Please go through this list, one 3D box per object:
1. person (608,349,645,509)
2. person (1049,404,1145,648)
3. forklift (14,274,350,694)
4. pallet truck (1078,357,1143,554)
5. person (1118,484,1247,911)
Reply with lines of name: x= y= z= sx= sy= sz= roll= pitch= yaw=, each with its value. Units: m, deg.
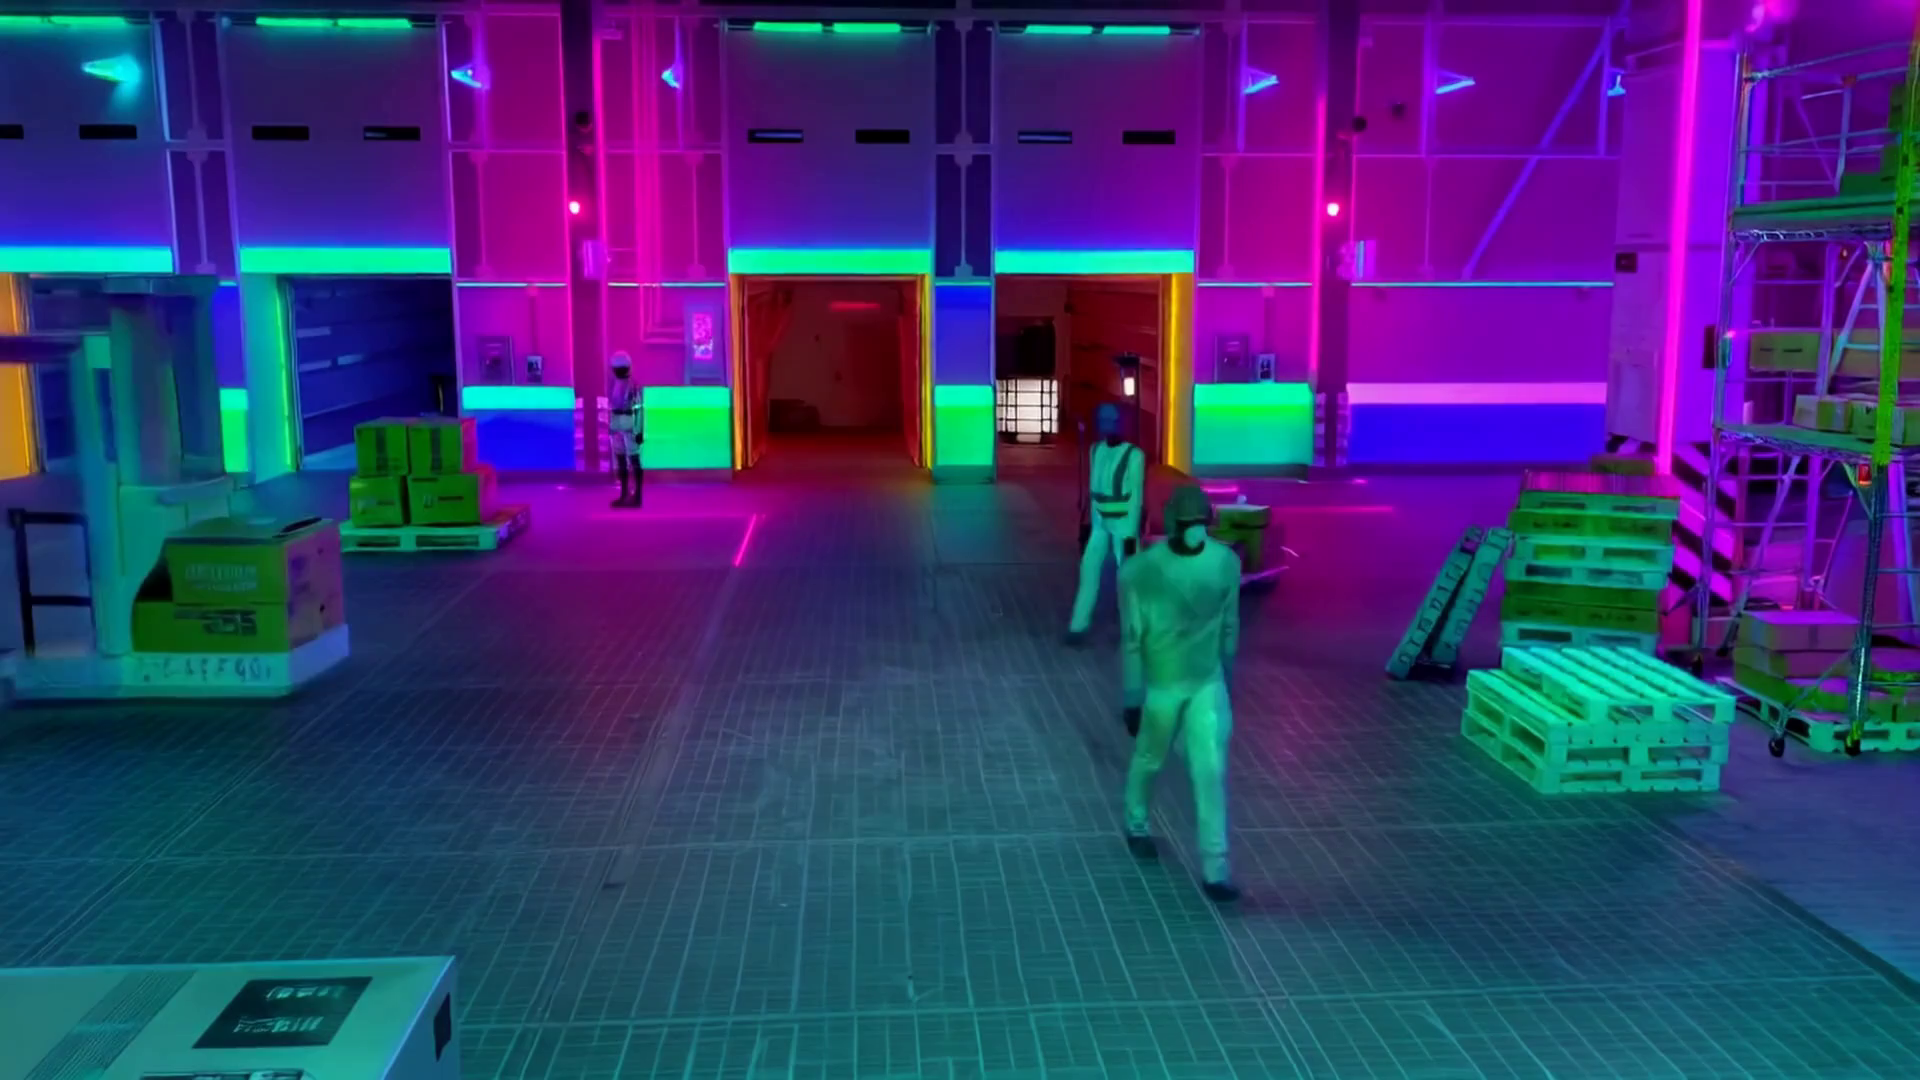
person: x=-4.068 y=-1.342 z=20.165 sx=0.544 sy=1.929 sz=0.386 roll=6 pitch=11 yaw=35
person: x=1.050 y=-0.079 z=12.450 sx=0.869 sy=1.850 sz=0.606 roll=-7 pitch=11 yaw=-38
forklift: x=-5.363 y=-0.425 z=11.419 sx=1.873 sy=2.768 sz=1.129 roll=0 pitch=9 yaw=3
pallet truck: x=2.088 y=-0.836 z=16.757 sx=1.885 sy=1.965 sz=0.823 roll=2 pitch=9 yaw=13
person: x=1.009 y=0.673 z=7.652 sx=0.652 sy=1.888 sz=1.039 roll=-3 pitch=9 yaw=-17
